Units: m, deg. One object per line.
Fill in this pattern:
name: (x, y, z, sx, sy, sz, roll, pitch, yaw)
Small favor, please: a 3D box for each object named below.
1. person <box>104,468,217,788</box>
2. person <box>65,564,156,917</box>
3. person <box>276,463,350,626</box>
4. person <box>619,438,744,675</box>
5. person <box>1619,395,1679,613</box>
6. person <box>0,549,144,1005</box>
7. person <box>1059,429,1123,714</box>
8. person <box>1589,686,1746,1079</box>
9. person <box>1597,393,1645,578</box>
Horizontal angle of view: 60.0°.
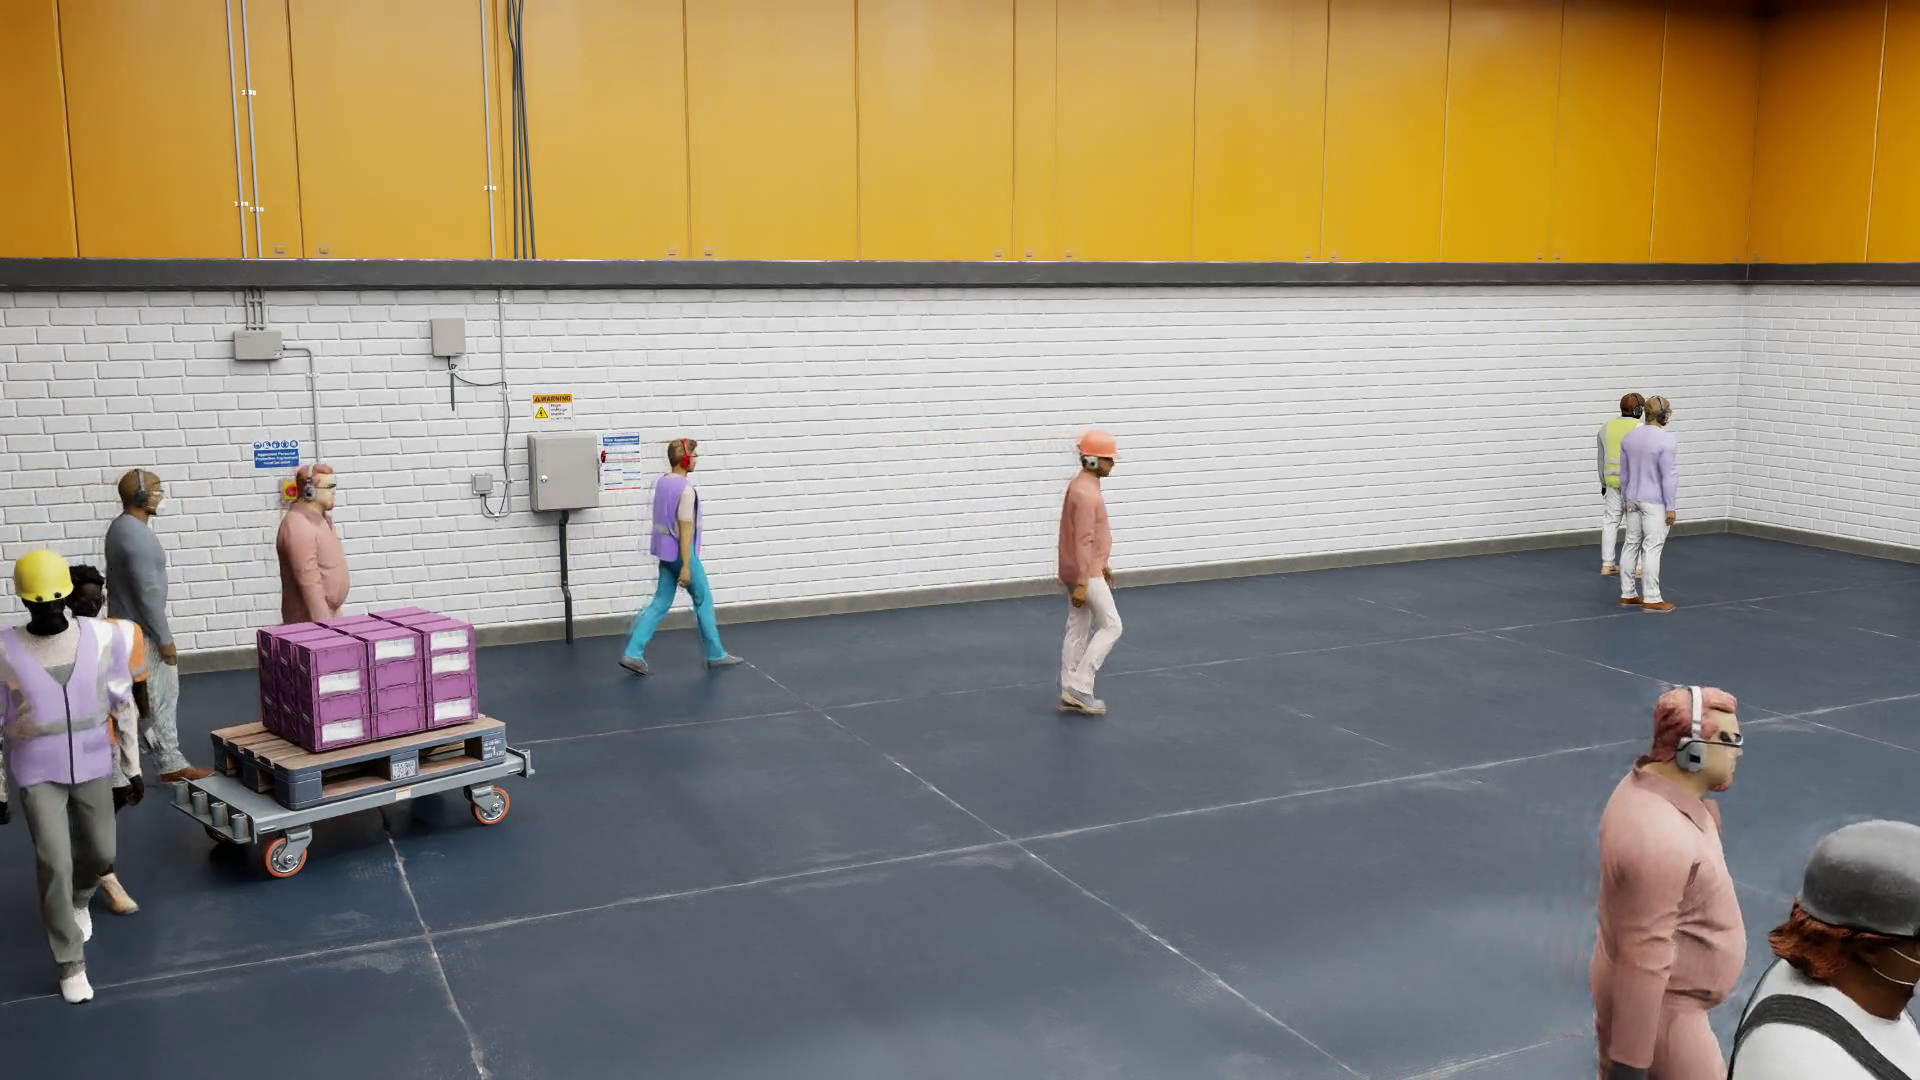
person: (-4.813, 0.549, 9.561, 0.813, 1.920, 0.634, -5, 10, -29)
person: (-4.195, 0.920, 7.999, 0.765, 1.671, 0.535, 8, 12, 40)
person: (-3.869, 0.458, 10.263, 0.967, 1.856, 0.678, -1, 9, -7)
person: (-2.147, 0.123, 12.550, 0.968, 1.803, 0.584, -6, 11, -34)
person: (6.163, -0.323, 14.885, 0.372, 1.941, 0.627, -3, 10, -19)
person: (-3.859, 0.953, 7.102, 0.586, 1.901, 0.759, -9, 13, -44)
person: (0.897, 0.225, 11.401, 0.480, 1.970, 0.611, -1, 9, -6)
person: (2.021, 1.337, 4.734, 0.511, 1.890, 0.644, 2, 9, 15)
person: (6.648, -0.543, 16.558, 0.429, 1.844, 0.623, -6, 11, -33)
